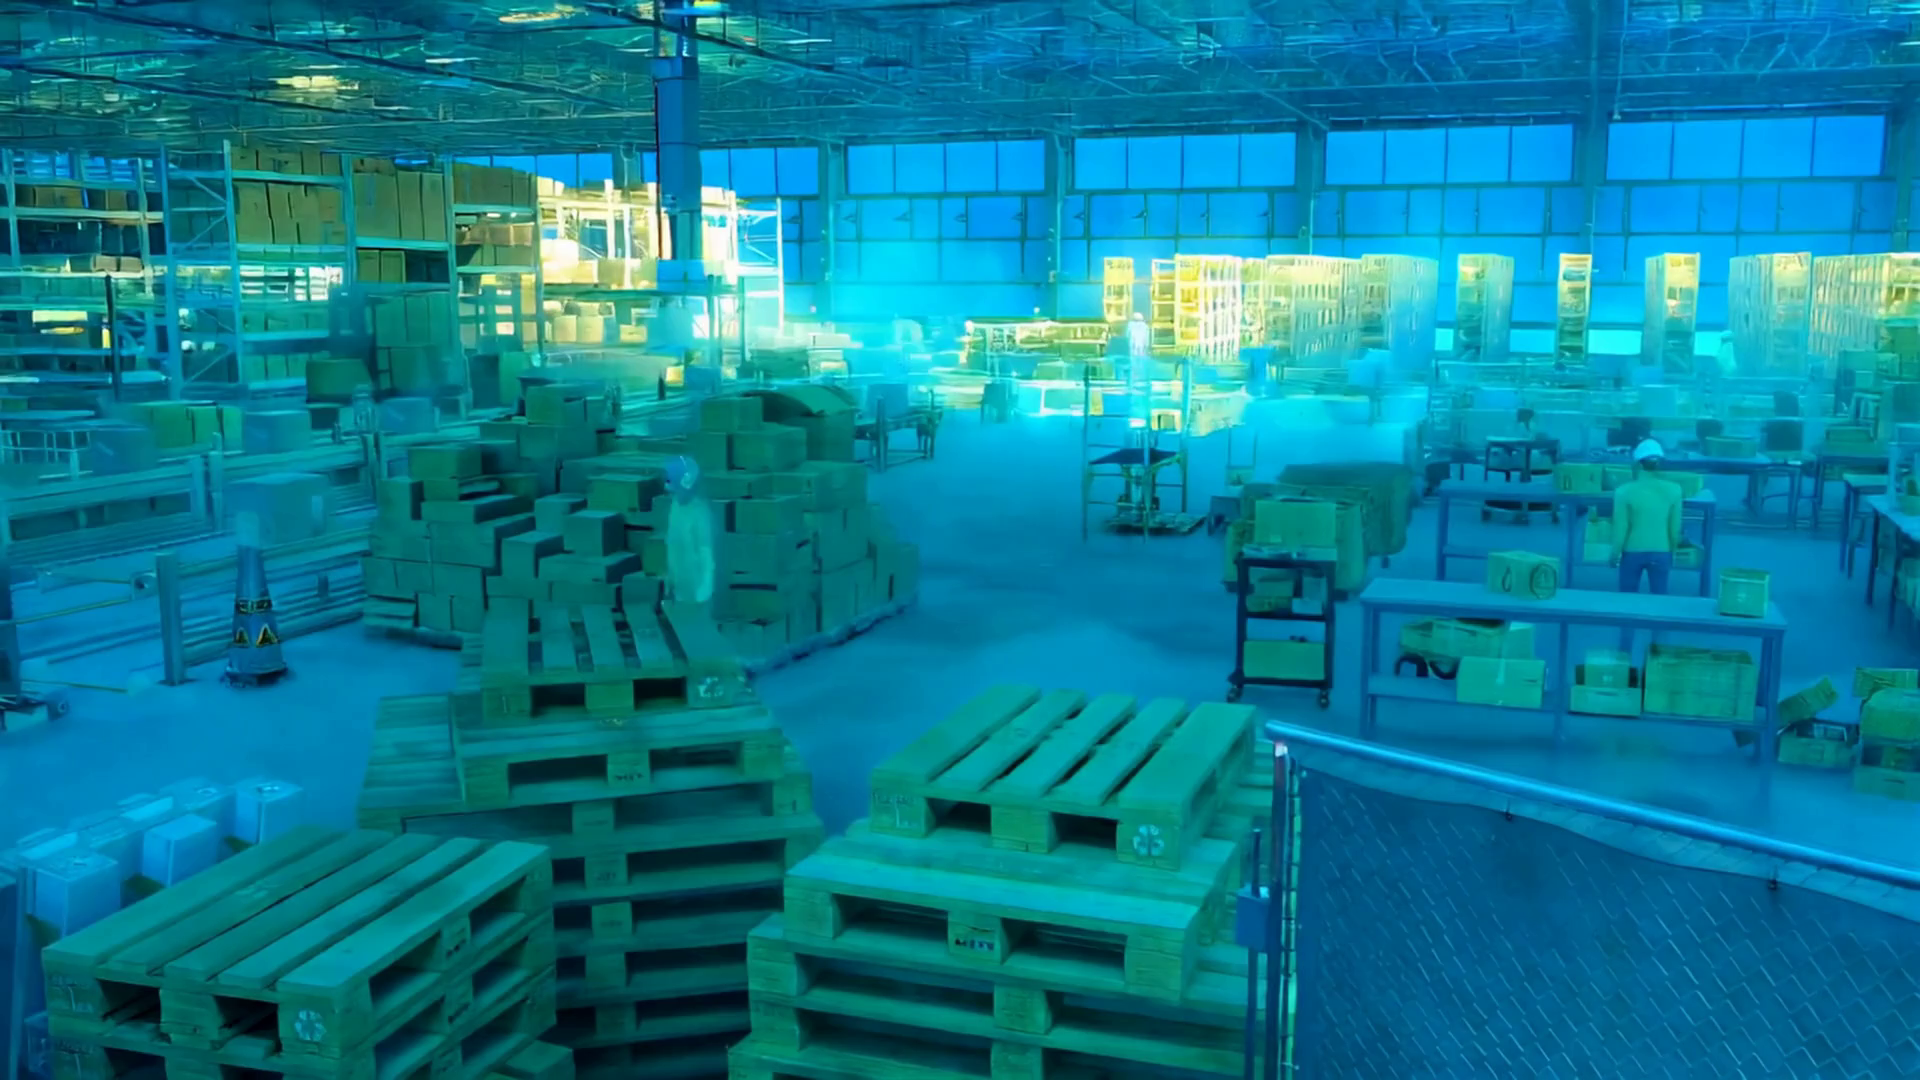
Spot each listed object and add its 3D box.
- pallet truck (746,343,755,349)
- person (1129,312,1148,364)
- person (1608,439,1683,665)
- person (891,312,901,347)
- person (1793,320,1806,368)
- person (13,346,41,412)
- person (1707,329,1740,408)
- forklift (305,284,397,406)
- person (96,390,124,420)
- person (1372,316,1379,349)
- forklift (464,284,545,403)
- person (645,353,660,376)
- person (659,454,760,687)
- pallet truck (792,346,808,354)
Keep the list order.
[{"bbox_3d":[-6.183,-4.618,44.264,1.601,1.201,0.680,-9,12,-43],"label":"pallet truck"},{"bbox_3d":[5.590,-6.192,52.125,0.673,1.909,0.560,6,11,32],"label":"person"},{"bbox_3d":[5.327,0.099,12.961,0.534,1.765,0.324,0,9,3],"label":"person"},{"bbox_3d":[-2.289,-7.440,60.497,0.604,1.711,0.480,6,11,35],"label":"person"},{"bbox_3d":[23.340,-5.251,46.296,0.373,1.843,0.572,7,11,36],"label":"person"},{"bbox_3d":[-18.929,-3.166,33.822,0.837,1.650,0.524,4,10,22],"label":"person"},{"bbox_3d":[17.443,-3.877,37.773,0.687,1.813,0.605,4,10,26],"label":"person"},{"bbox_3d":[-14.251,-4.561,38.727,1.129,2.768,1.873,3,10,20],"label":"forklift"},{"bbox_3d":[-14.210,-2.227,27.821,0.546,1.686,0.366,3,10,20],"label":"person"},{"bbox_3d":[13.159,-6.337,52.731,0.434,1.977,0.611,3,10,20],"label":"person"},{"bbox_3d":[-10.832,-4.702,39.610,1.129,2.768,1.873,3,10,20],"label":"forklift"},{"bbox_3d":[-8.232,-4.896,44.730,0.503,1.632,0.271,0,9,3],"label":"person"},{"bbox_3d":[-1.787,0.314,11.392,0.828,1.844,0.519,-5,10,-28],"label":"person"},{"bbox_3d":[-3.705,-4.298,42.022,0.653,1.274,1.630,3,10,20],"label":"pallet truck"}]
